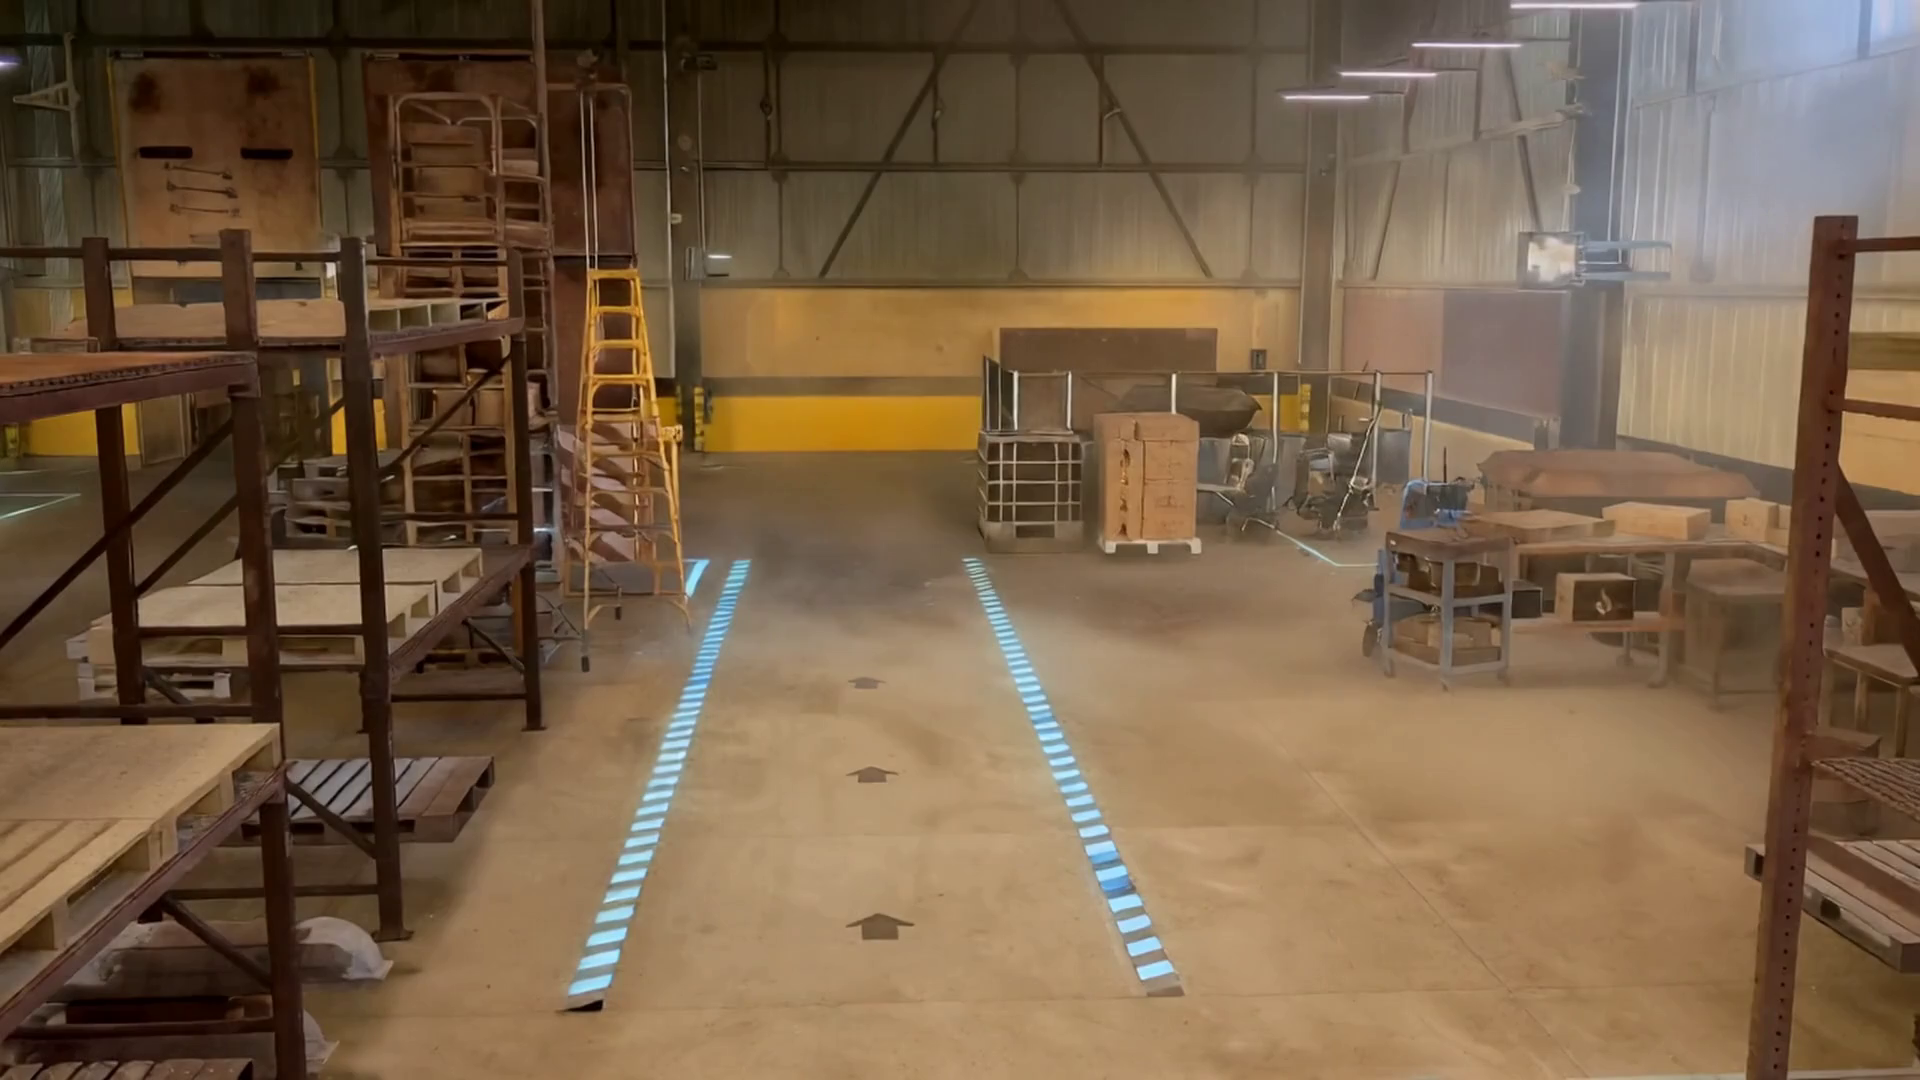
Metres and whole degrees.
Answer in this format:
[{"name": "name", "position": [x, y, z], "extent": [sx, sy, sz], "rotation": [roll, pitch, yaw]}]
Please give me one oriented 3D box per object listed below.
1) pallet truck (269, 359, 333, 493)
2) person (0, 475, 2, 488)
[{"name": "pallet truck", "position": [-7.062, -1.131, 18.996], "extent": [1.885, 1.965, 0.823], "rotation": [2, 9, 13]}, {"name": "person", "position": [-13.206, -1.642, 22.426], "extent": [0.544, 1.929, 0.386], "rotation": [7, 12, 38]}]
